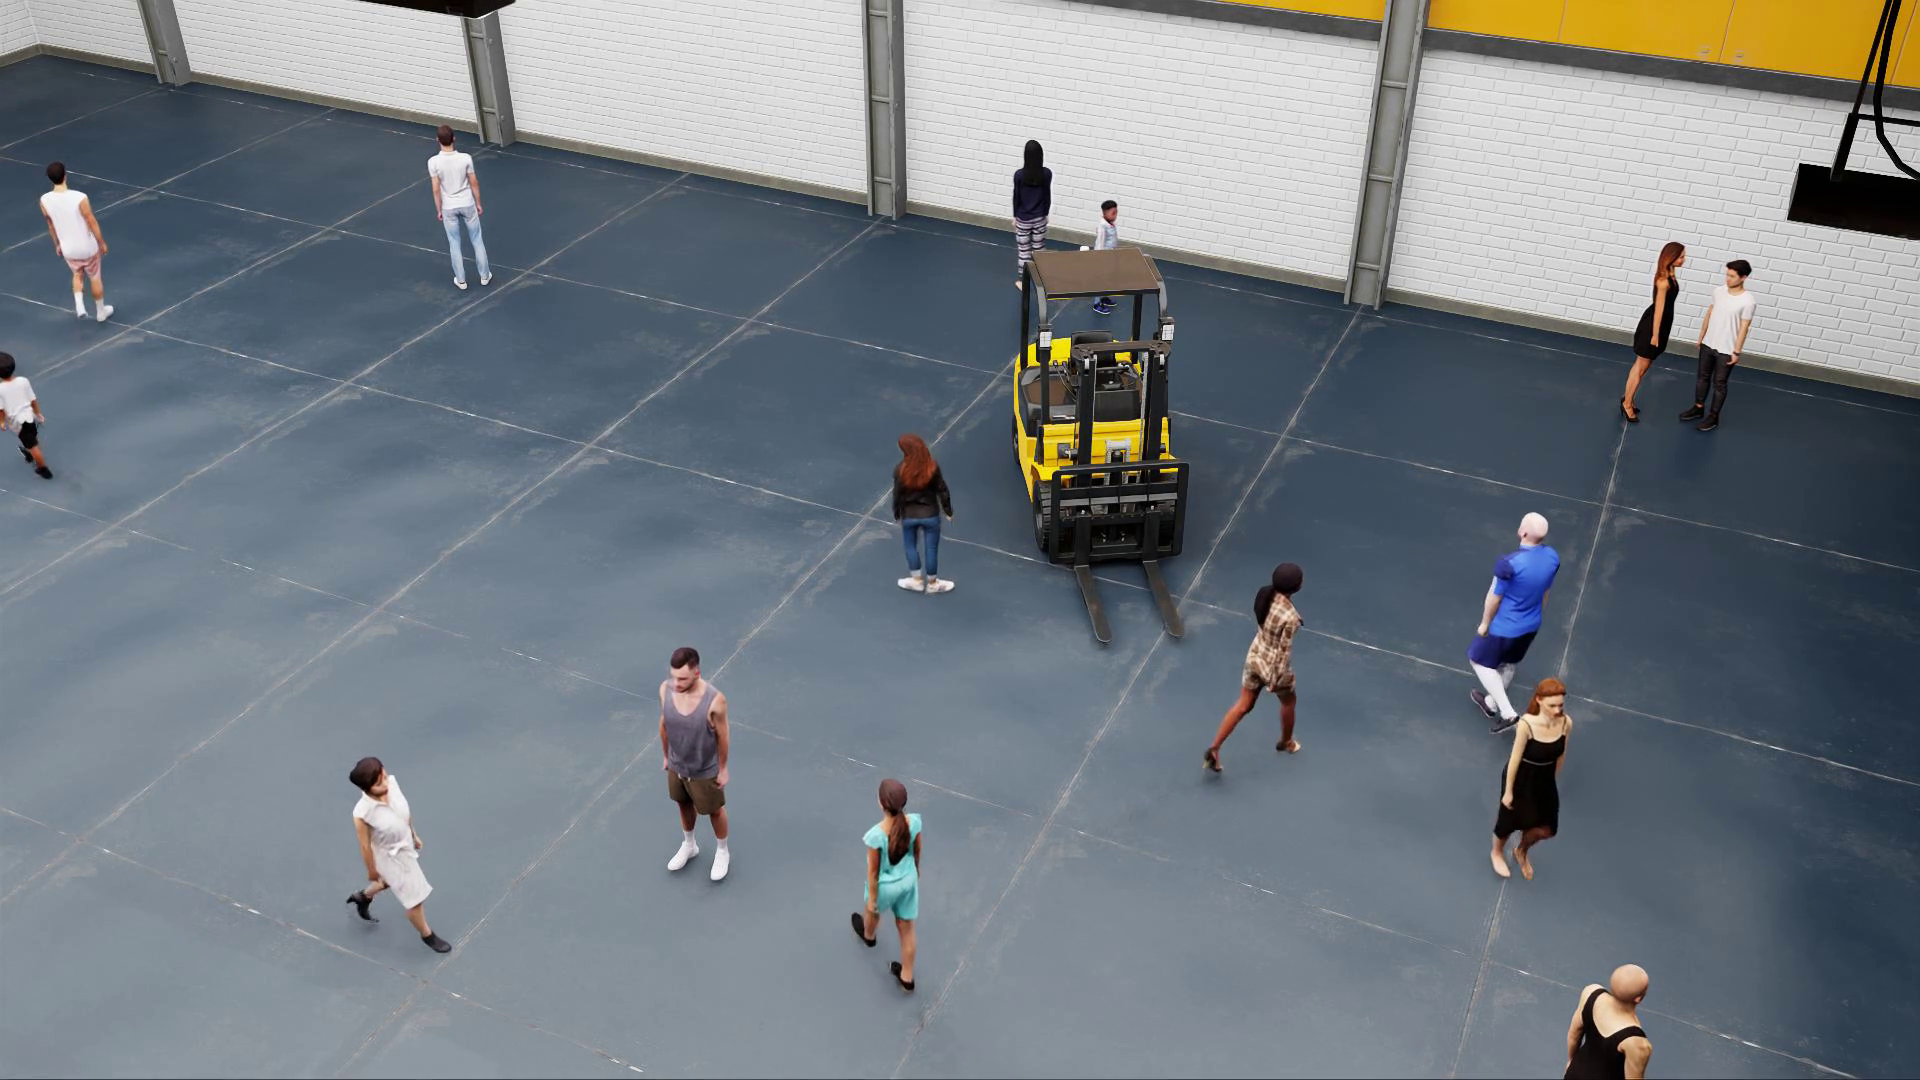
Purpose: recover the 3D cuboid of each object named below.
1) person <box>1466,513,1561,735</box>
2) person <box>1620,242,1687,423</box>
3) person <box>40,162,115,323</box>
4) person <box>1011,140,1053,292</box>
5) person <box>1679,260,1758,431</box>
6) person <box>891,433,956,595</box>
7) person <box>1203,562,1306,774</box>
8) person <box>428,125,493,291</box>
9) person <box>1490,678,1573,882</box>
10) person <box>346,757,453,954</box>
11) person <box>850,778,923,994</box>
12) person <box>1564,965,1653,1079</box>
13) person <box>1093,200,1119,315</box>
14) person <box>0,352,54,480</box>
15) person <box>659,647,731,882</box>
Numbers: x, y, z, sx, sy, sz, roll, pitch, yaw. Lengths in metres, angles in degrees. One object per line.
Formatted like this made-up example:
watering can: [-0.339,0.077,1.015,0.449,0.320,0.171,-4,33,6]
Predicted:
person: [4.017,0.638,12.007,0.974,1.830,1.045,-13,36,-19]
person: [6.656,-2.000,15.971,0.509,1.834,0.568,14,36,20]
person: [-9.409,-3.107,17.690,0.830,1.775,0.875,-3,34,-4]
person: [0.788,-3.600,18.470,0.649,1.732,0.723,-9,35,-13]
person: [7.299,-1.886,15.907,0.770,1.716,0.683,-15,37,-22]
person: [-0.312,-0.206,13.603,0.553,1.467,0.779,10,35,15]
person: [2.073,0.933,11.630,1.039,1.754,1.077,-18,38,-25]
person: [-5.580,-3.704,18.518,0.714,1.851,0.767,-12,36,-18]
person: [3.686,1.521,10.879,0.681,1.607,0.756,-3,34,-4]
person: [-3.586,1.932,10.329,1.003,1.532,0.681,8,34,11]
person: [-0.371,2.116,10.049,0.886,1.534,0.993,-16,37,-22]
person: [3.309,2.863,8.671,0.759,1.816,0.688,-13,36,-18]
person: [1.579,-3.123,18.179,0.481,1.260,0.472,14,36,20]
person: [-8.531,-1.112,15.170,0.826,1.240,0.574,20,39,27]
person: [-1.717,1.415,10.767,0.535,1.838,0.724,10,35,15]
